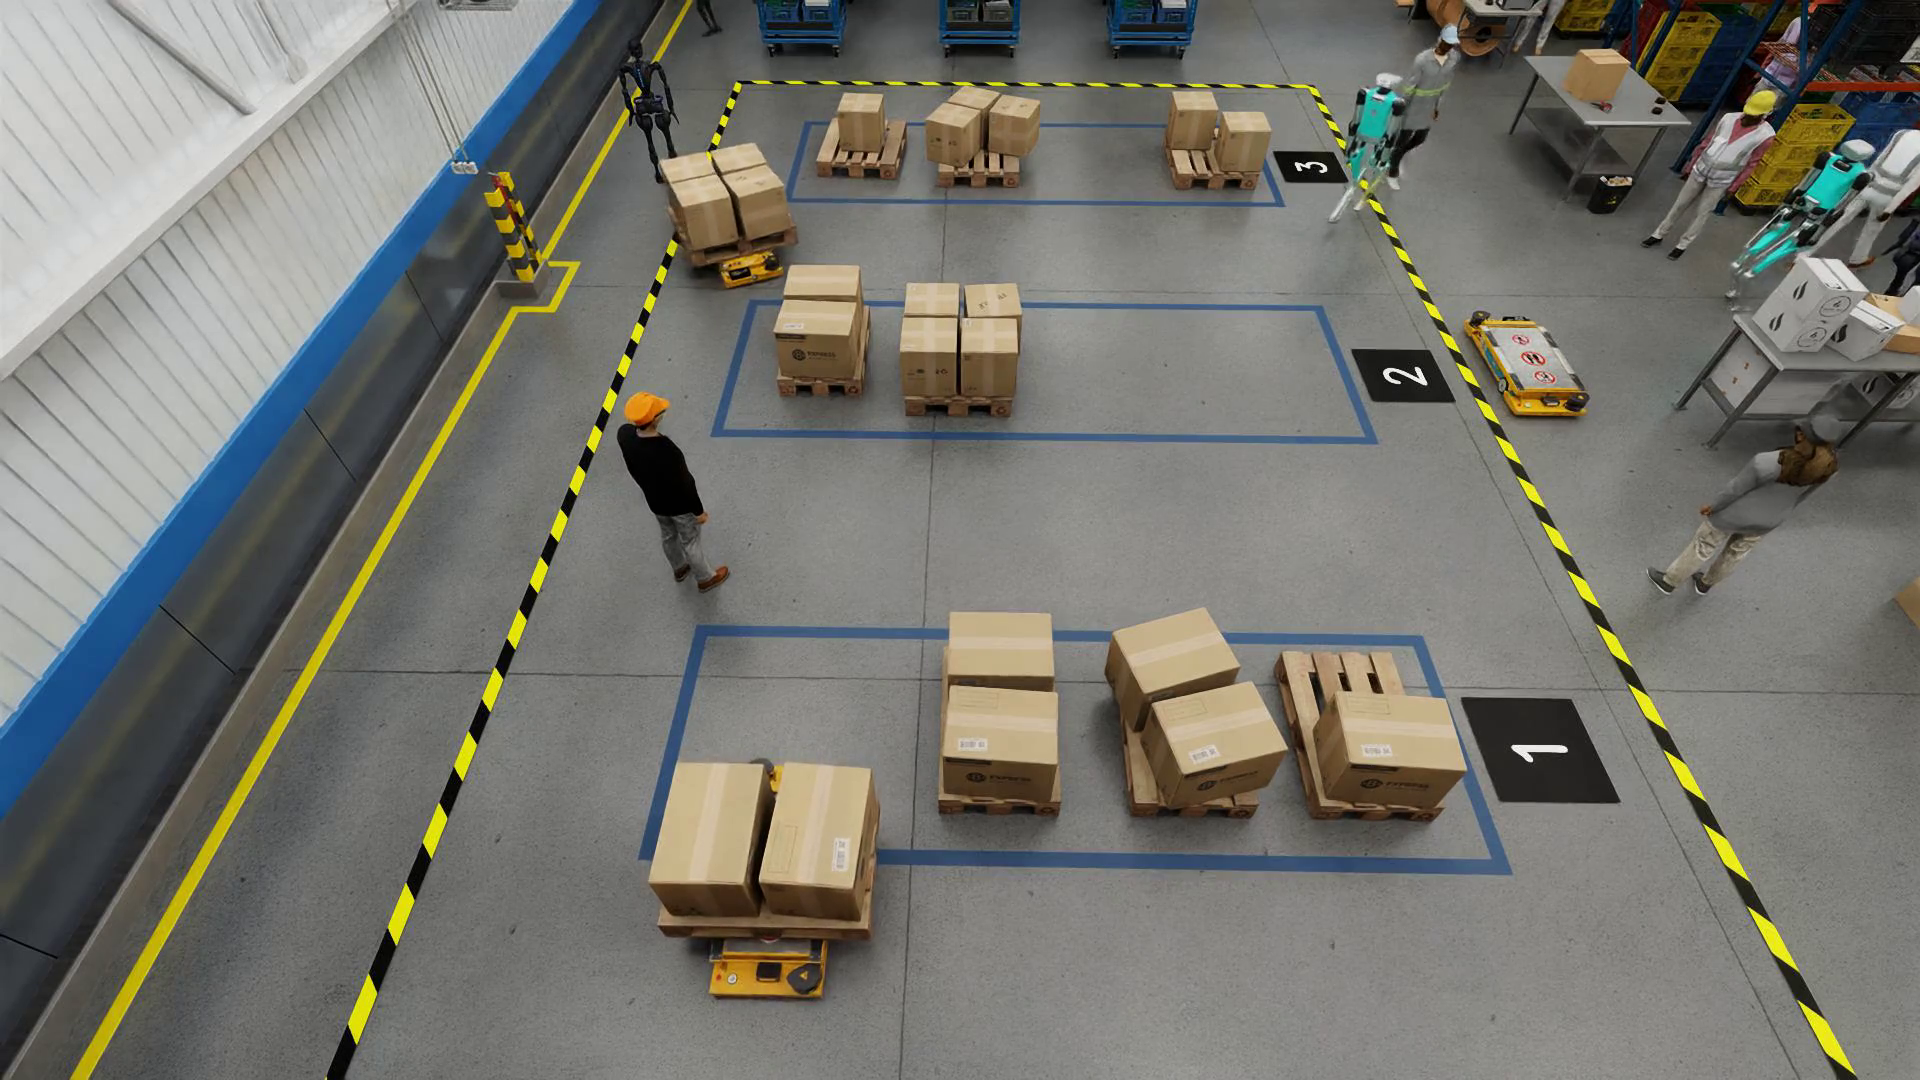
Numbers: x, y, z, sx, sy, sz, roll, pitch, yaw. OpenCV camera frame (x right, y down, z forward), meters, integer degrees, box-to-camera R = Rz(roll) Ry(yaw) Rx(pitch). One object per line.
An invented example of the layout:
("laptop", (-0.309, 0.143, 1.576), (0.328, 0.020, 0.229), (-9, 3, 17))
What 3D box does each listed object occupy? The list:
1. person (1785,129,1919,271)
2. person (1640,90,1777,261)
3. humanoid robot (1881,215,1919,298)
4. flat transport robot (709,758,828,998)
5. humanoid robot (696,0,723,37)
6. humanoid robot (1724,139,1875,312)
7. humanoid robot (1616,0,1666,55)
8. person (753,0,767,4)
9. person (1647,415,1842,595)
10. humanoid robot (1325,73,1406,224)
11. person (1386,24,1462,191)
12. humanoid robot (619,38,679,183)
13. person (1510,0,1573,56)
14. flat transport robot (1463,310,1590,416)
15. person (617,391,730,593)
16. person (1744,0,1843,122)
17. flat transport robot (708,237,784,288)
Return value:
("person", (9.726, -3.656, 9.665), (0.993, 1.828, 0.592), (-8, 50, -7))
("person", (8.135, -3.933, 9.906), (0.404, 1.827, 0.586), (-26, 54, -20))
("humanoid robot", (9.559, -2.828, 9.070), (0.659, 1.635, 0.612), (-27, 54, -21))
("flat transport robot", (-1.116, 2.061, 5.731), (0.652, 0.197, 1.431), (1, 49, 1))
("humanoid robot", (-3.992, -8.706, 14.139), (0.348, 1.643, 0.590), (-12, 50, -10))
("humanoid robot", (8.265, -3.108, 9.212), (0.697, 1.745, 0.534), (-14, 51, -12))
("humanoid robot", (10.210, -7.959, 13.406), (0.705, 1.735, 0.530), (12, 50, 10))
("person", (-3.370, -9.878, 14.979), (0.356, 1.938, 0.631), (0, 49, 0))
("person", (5.780, -0.203, 6.715), (0.560, 1.769, 0.399), (3, 49, 3))
("humanoid robot", (4.686, -4.445, 10.423), (0.548, 1.748, 1.047), (36, 58, 27))
("person", (5.502, -5.208, 11.006), (0.618, 1.841, 0.621), (-12, 50, -10))
("humanoid robot", (-3.738, -5.177, 11.075), (0.599, 1.654, 0.315), (-7, 49, -6))
("person", (8.826, -8.179, 13.572), (0.619, 1.845, 0.430), (19, 52, 16))
("flat transport robot", (5.573, -1.757, 9.054), (0.659, 0.231, 1.431), (1, 49, 1))
("person", (-2.113, -0.325, 6.747), (0.590, 1.881, 0.380), (25, 53, 20))
("person", (10.030, -5.633, 11.243), (0.384, 2.034, 0.604), (-14, 51, -12))
("flat transport robot", (-2.552, -3.400, 10.457), (0.652, 0.197, 1.431), (-19, 52, -16))
